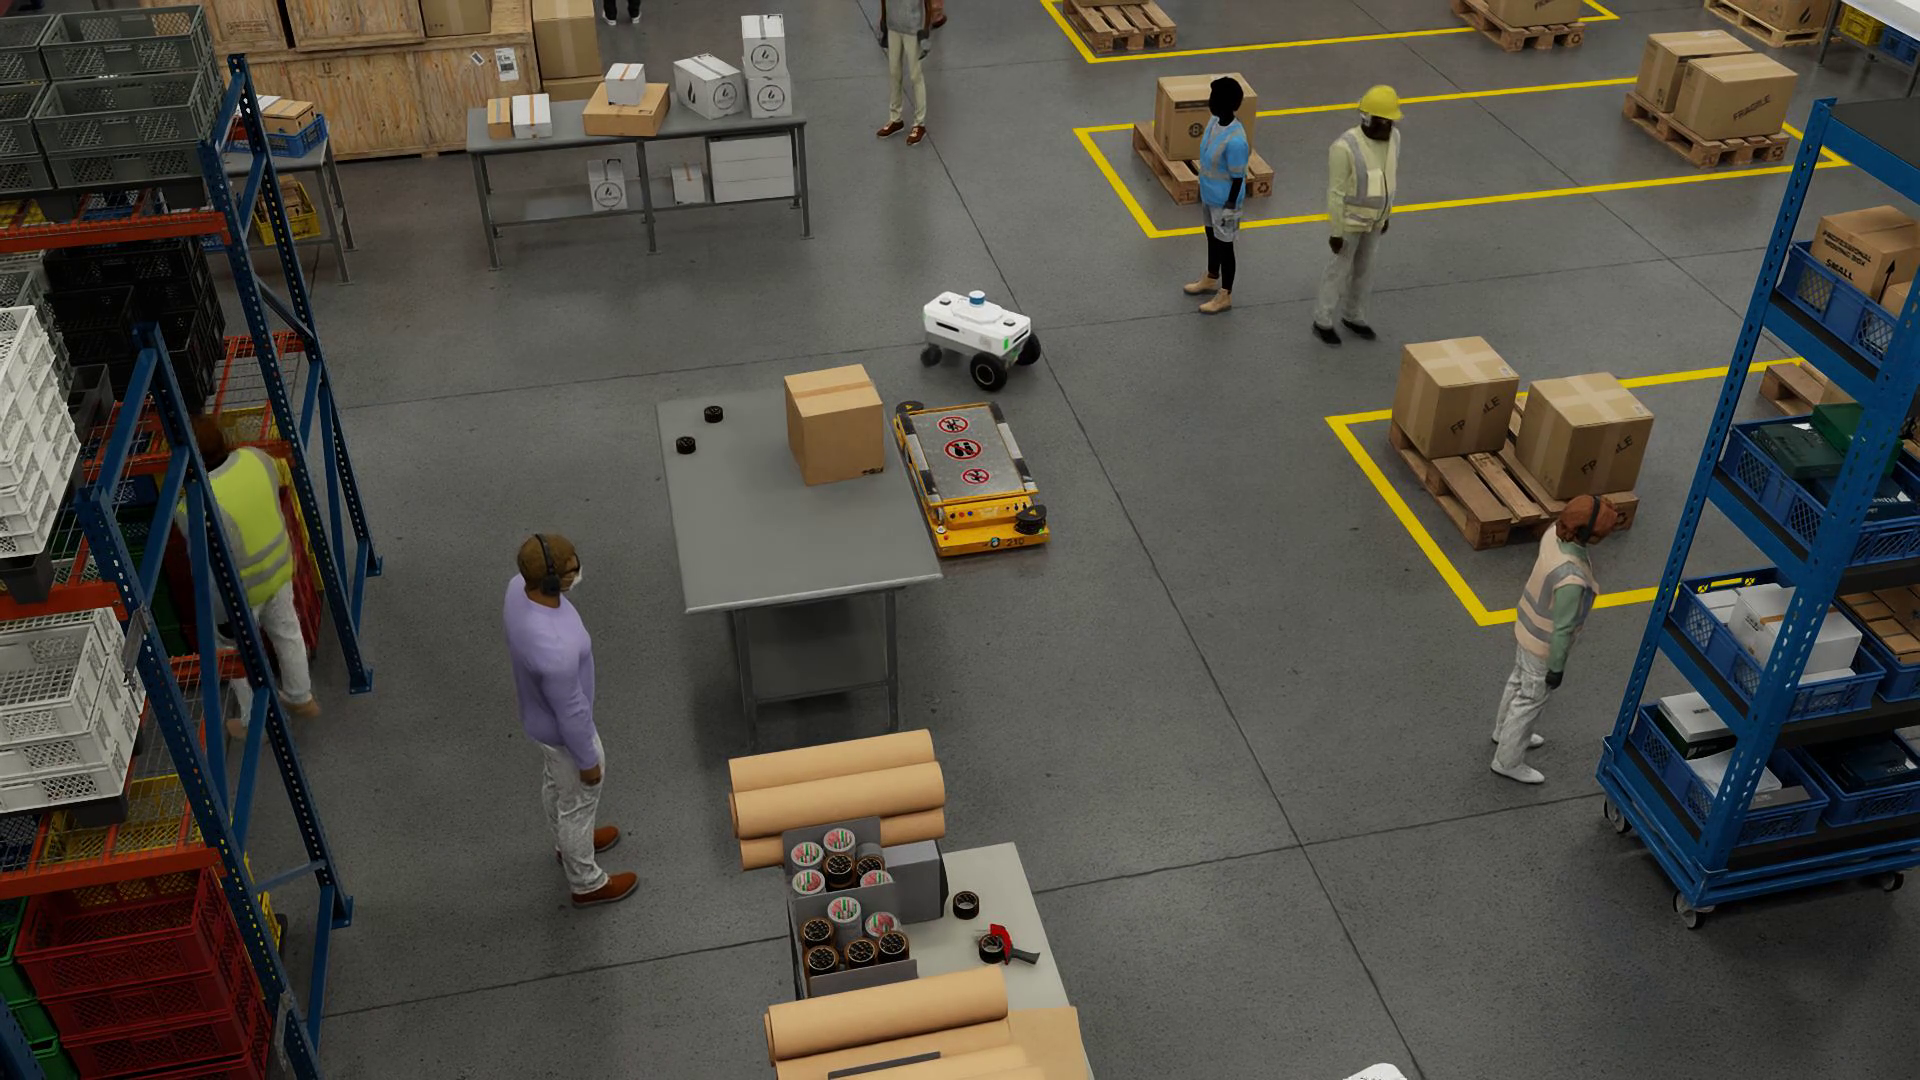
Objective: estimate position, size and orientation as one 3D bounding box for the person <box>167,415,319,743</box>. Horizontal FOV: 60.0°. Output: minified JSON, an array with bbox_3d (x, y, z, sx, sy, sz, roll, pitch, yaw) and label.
[{"bbox_3d":[-3.441,0.178,7.993,0.490,1.834,0.647,12,38,16],"label":"person"}]

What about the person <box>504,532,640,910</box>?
[{"bbox_3d":[-1.685,0.774,7.111,0.359,1.931,0.629,-17,40,-21],"label":"person"}]

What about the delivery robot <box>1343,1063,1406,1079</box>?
[{"bbox_3d":[1.407,2.242,6.206,0.707,0.478,0.477,-17,40,-21],"label":"delivery robot"}]

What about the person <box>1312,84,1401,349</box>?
[{"bbox_3d":[2.680,-2.168,11.153,0.598,1.832,0.404,-23,43,-28],"label":"person"}]

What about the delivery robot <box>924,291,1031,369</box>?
[{"bbox_3d":[0.112,-1.436,11.149,0.707,0.478,0.477,22,42,27],"label":"delivery robot"}]

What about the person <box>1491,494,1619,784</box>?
[{"bbox_3d":[2.750,0.458,7.783,0.323,1.631,0.525,6,37,8],"label":"person"}]

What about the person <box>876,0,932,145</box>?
[{"bbox_3d":[-0.472,-4.251,13.918,0.512,1.868,0.329,21,41,26],"label":"person"}]

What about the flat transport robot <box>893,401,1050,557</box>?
[{"bbox_3d":[0.046,-0.430,10.108,0.652,0.197,1.431,-8,37,-10],"label":"flat transport robot"}]

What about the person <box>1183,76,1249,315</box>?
[{"bbox_3d":[1.802,-2.396,11.561,0.317,1.698,0.534,-7,37,-10],"label":"person"}]

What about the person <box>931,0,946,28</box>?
[{"bbox_3d":[-0.349,-5.891,16.108,0.691,1.883,0.554,14,39,18],"label":"person"}]

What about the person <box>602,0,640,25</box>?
[{"bbox_3d":[-3.376,-6.015,16.258,0.602,1.906,0.411,-12,38,-16],"label":"person"}]
